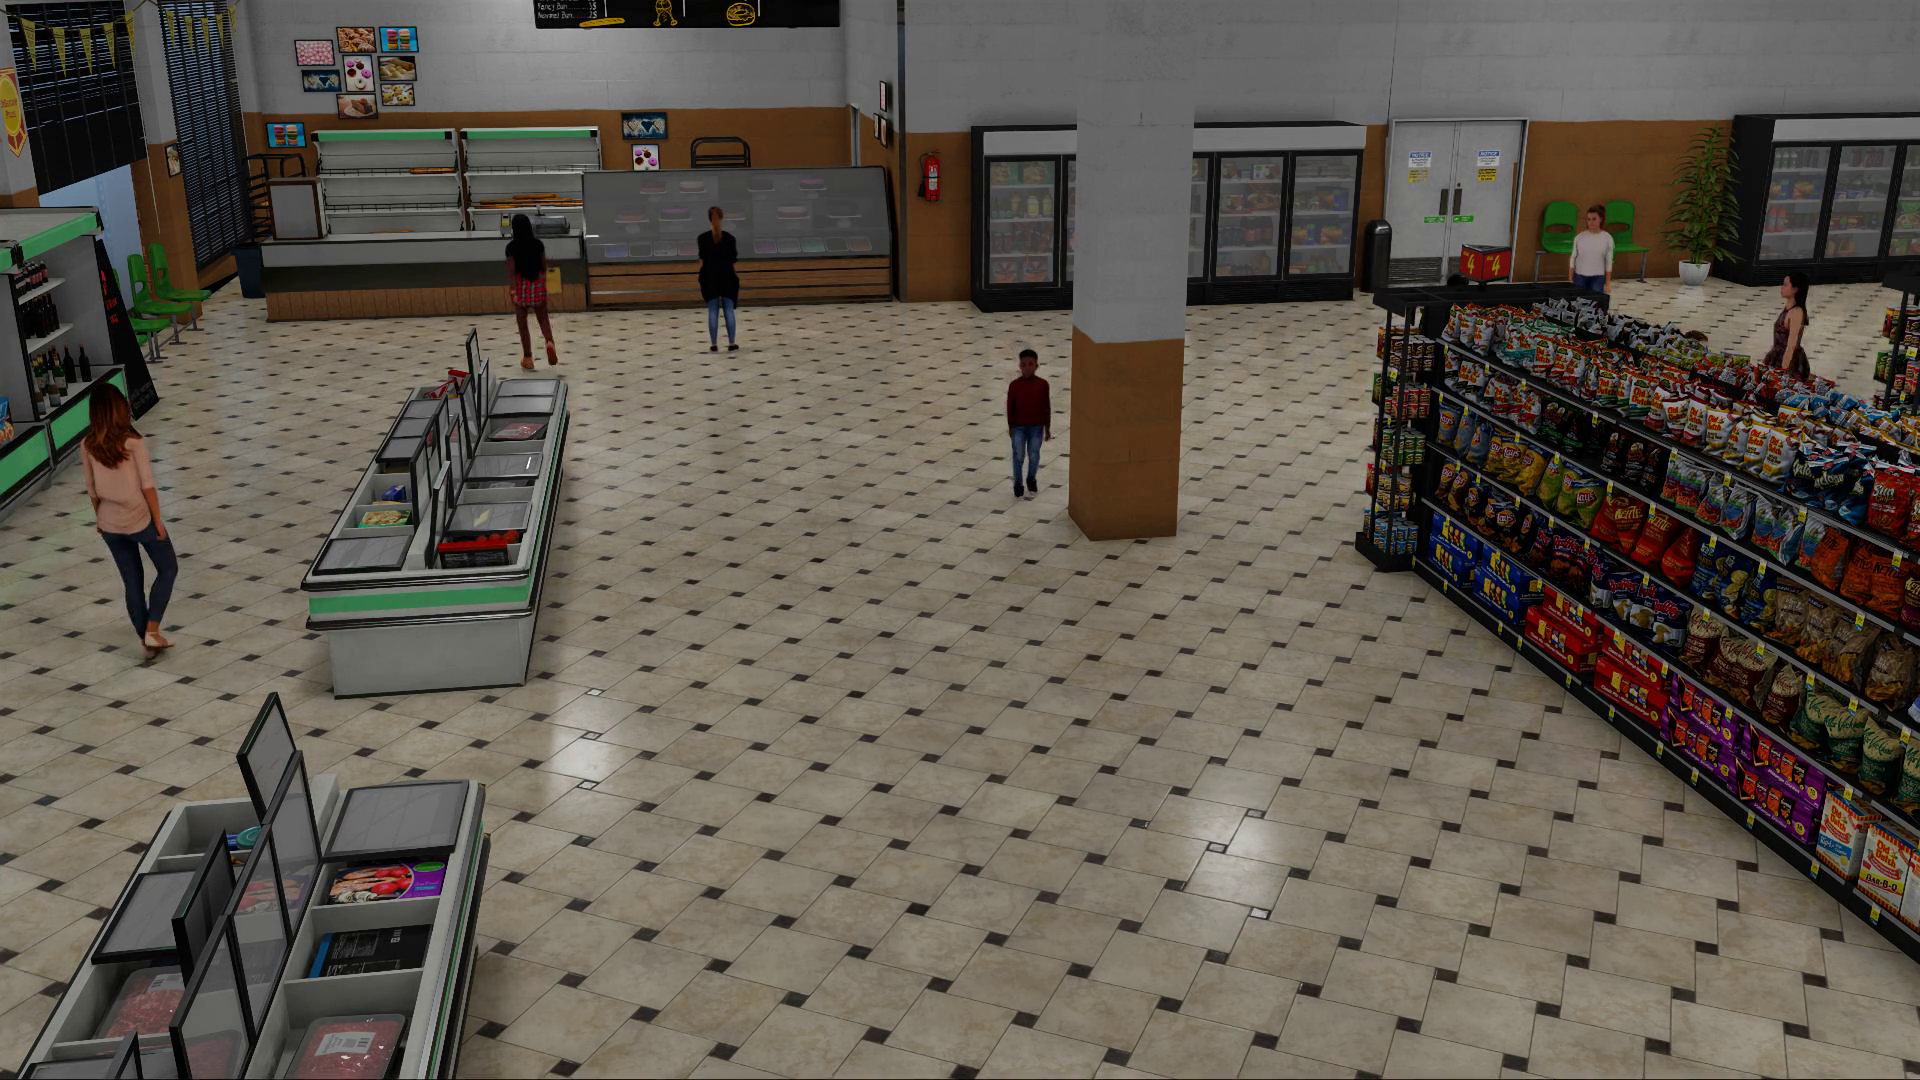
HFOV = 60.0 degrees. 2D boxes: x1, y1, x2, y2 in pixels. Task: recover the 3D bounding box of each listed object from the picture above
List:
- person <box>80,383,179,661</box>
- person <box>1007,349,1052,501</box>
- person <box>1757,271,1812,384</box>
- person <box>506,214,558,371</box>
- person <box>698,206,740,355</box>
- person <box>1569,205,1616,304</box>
[{"bbox_3d":[-5.183,-0.073,10.315,0.663,1.782,0.642,0,19,1],"label":"person"},{"bbox_3d":[0.569,-0.976,13.850,0.553,1.235,0.795,-1,19,-4],"label":"person"},{"bbox_3d":[7.220,-1.438,14.396,0.826,1.762,0.761,5,19,15],"label":"person"},{"bbox_3d":[-4.664,-2.679,18.160,0.803,1.708,1.013,-11,21,-29],"label":"person"},{"bbox_3d":[-2.770,-2.985,19.106,0.652,1.683,0.587,-1,19,-3],"label":"person"},{"bbox_3d":[7.201,-2.949,18.953,0.812,1.713,0.872,11,21,29],"label":"person"}]
